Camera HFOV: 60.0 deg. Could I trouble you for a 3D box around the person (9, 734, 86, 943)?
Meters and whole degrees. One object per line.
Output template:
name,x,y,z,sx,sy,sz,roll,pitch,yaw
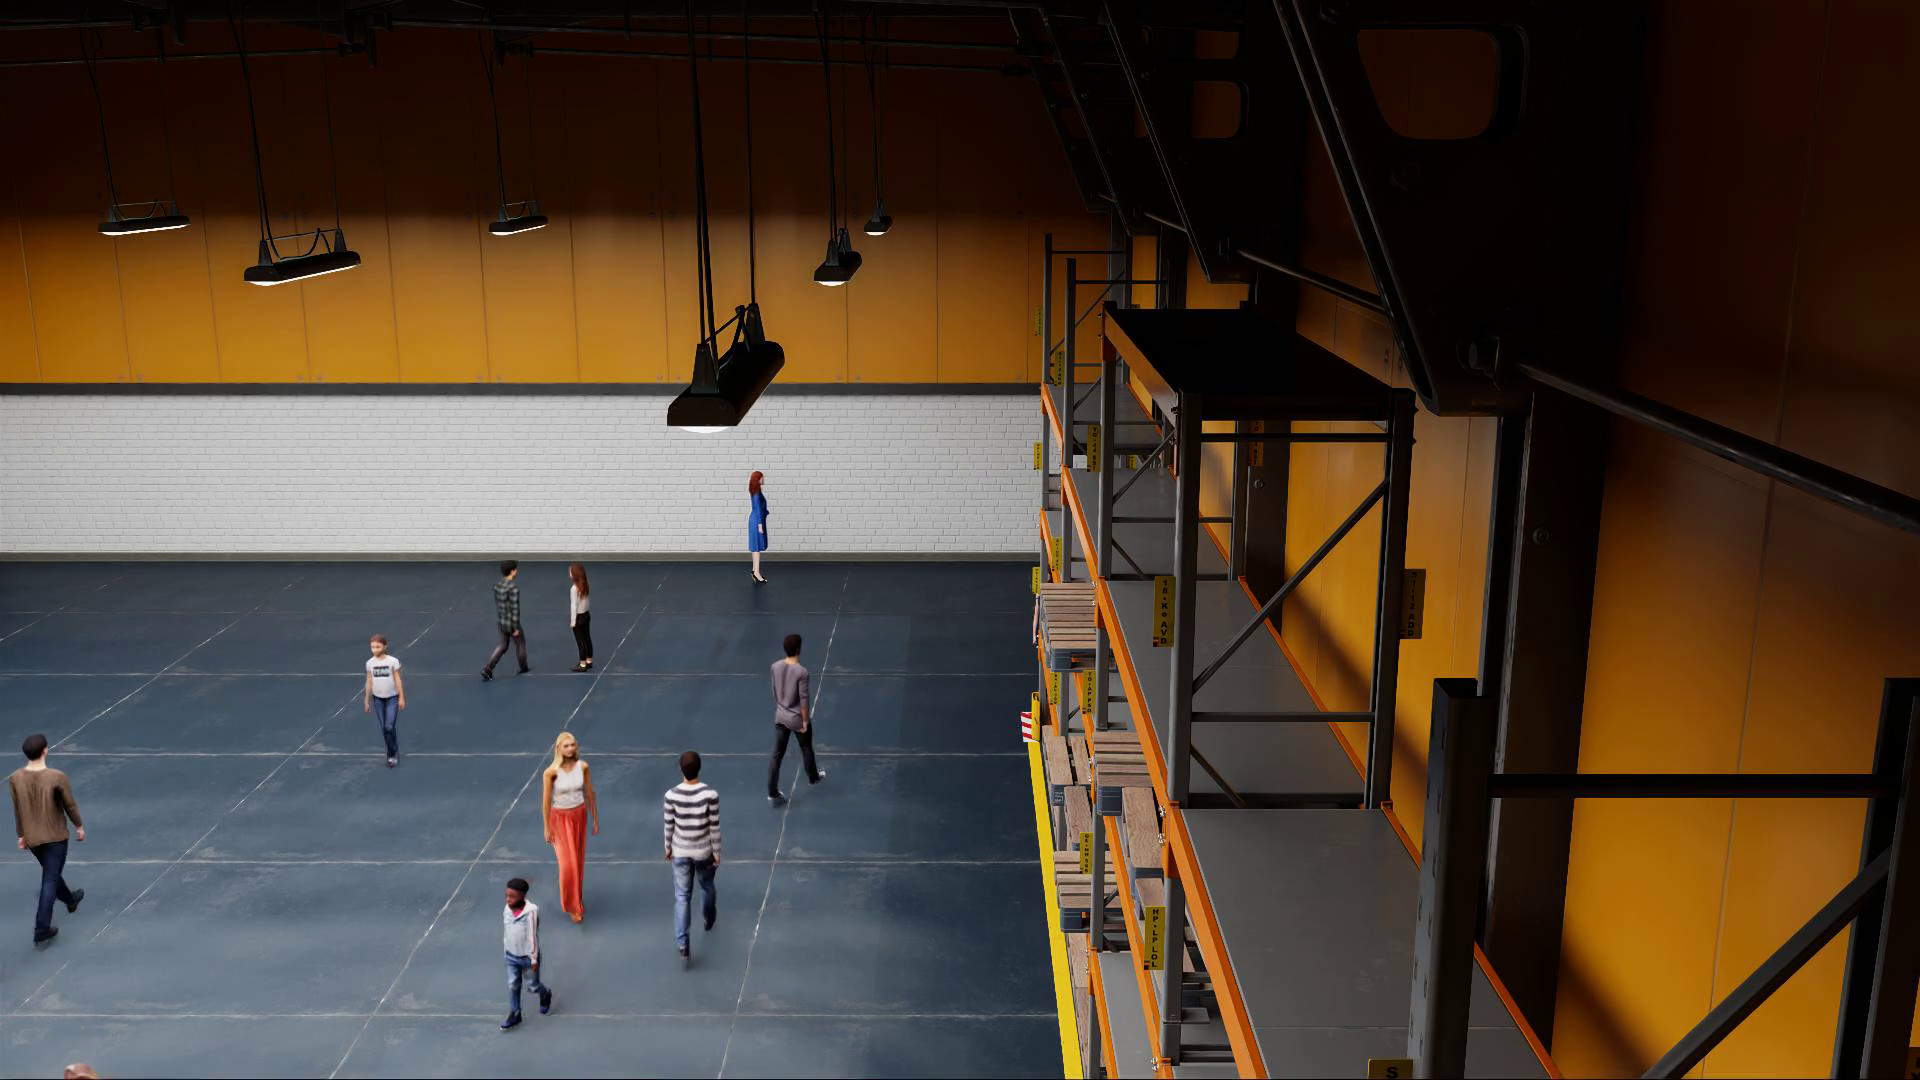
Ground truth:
person,-8.234,2.701,14.924,0.664,1.838,1.153,0,14,-1

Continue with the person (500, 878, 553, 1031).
person,-3.530,3.337,13.548,0.651,1.250,0.789,6,15,22

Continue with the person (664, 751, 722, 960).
person,-2.367,2.794,14.611,0.735,1.805,1.188,-1,14,-6

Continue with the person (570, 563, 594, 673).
person,-5.125,1.043,22.523,0.653,1.485,0.505,4,14,16

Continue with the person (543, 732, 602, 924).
person,-3.659,2.610,15.399,0.870,1.792,0.939,-11,17,-38

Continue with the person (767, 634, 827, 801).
person,-1.887,1.960,18.047,1.055,1.809,1.279,7,15,28

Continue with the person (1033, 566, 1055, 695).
person,1.171,1.175,21.431,0.674,1.742,0.694,8,16,31

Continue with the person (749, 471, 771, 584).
person,-3.285,-0.223,27.021,0.724,1.827,0.569,-3,14,-11

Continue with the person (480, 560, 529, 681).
person,-6.125,1.115,22.293,1.039,1.687,1.163,9,16,33

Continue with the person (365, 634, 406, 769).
person,-6.620,1.808,19.243,0.555,1.541,0.735,0,14,0
